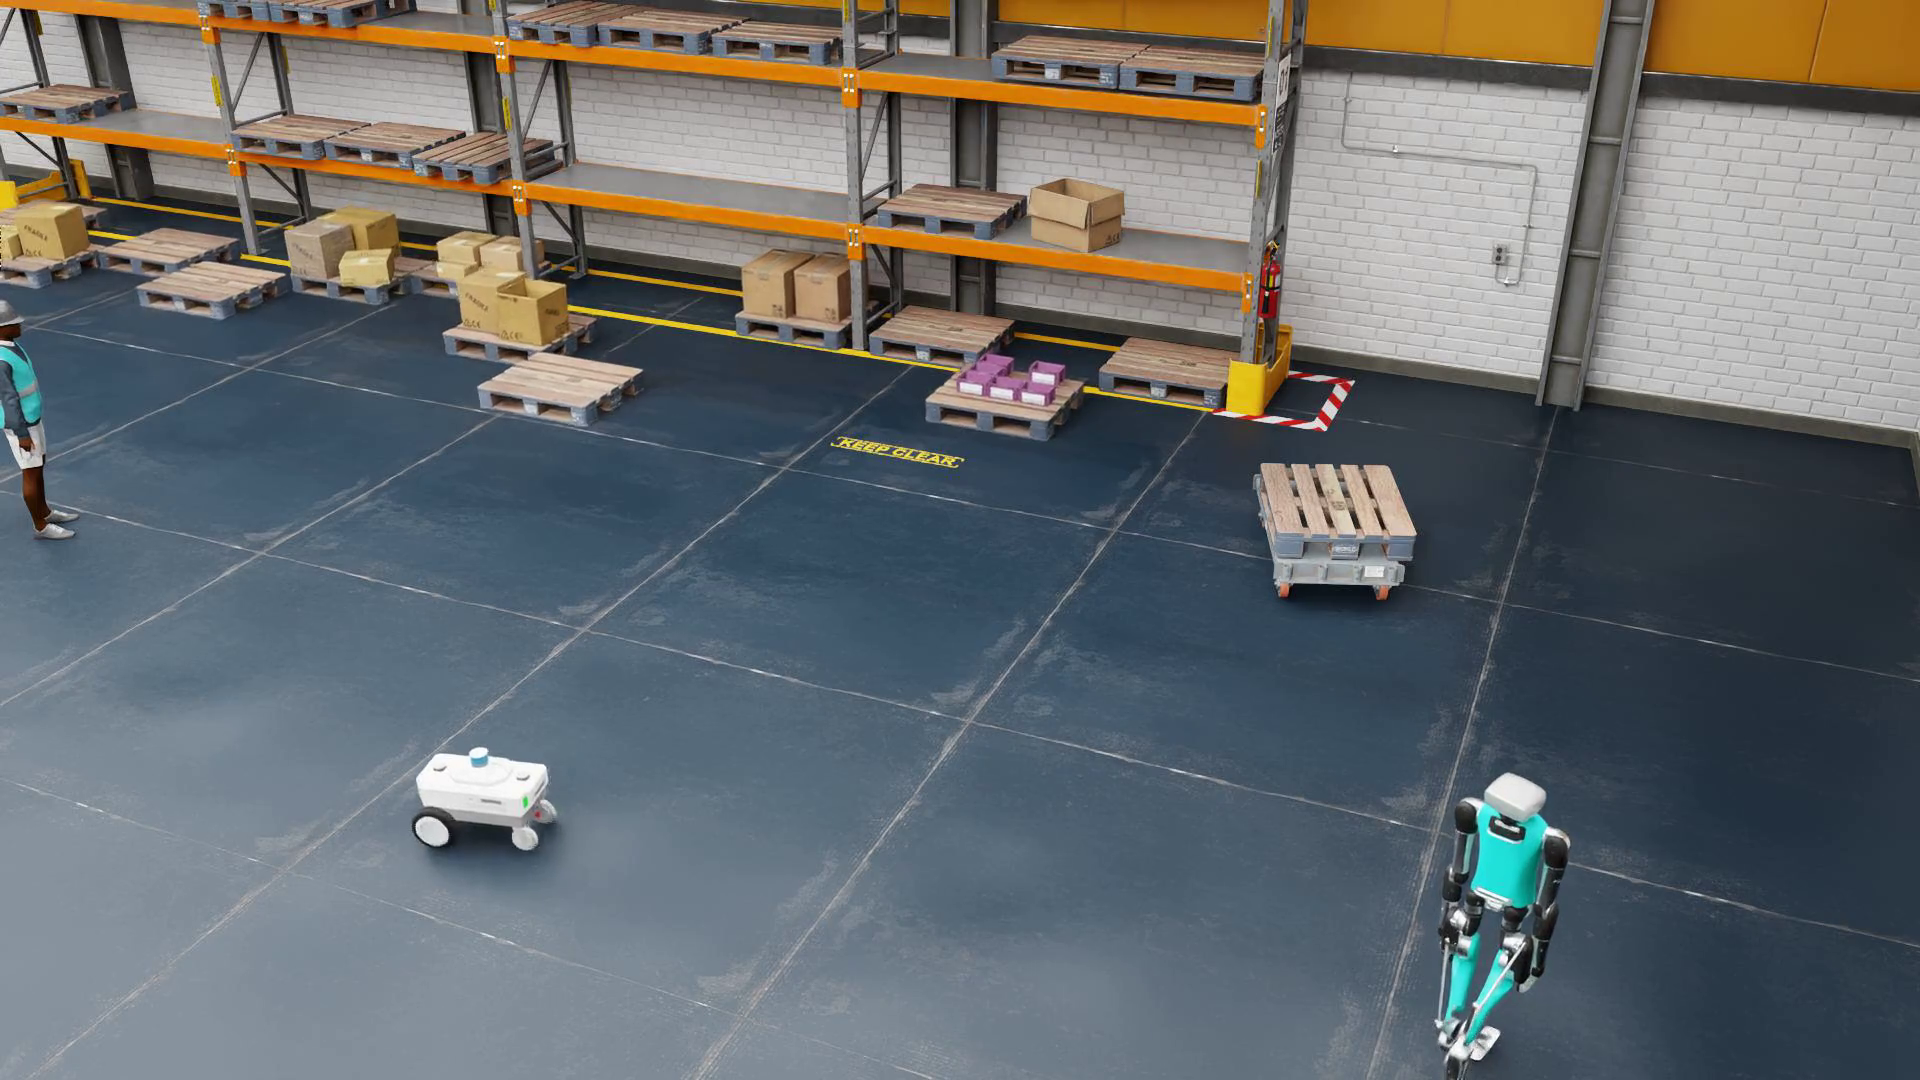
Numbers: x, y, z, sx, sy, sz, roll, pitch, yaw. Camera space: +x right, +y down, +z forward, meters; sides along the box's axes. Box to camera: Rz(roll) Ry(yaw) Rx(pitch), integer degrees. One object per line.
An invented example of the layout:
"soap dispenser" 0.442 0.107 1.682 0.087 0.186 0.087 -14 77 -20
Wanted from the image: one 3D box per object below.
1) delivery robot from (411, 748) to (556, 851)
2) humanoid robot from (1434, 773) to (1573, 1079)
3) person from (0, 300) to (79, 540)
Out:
"delivery robot" -2.802 1.493 9.737 0.796 0.606 0.499 5 28 9
"humanoid robot" 2.333 1.949 7.594 0.542 1.750 1.043 21 34 34
"person" -7.283 -0.932 12.917 0.427 1.938 0.564 -9 29 -17
